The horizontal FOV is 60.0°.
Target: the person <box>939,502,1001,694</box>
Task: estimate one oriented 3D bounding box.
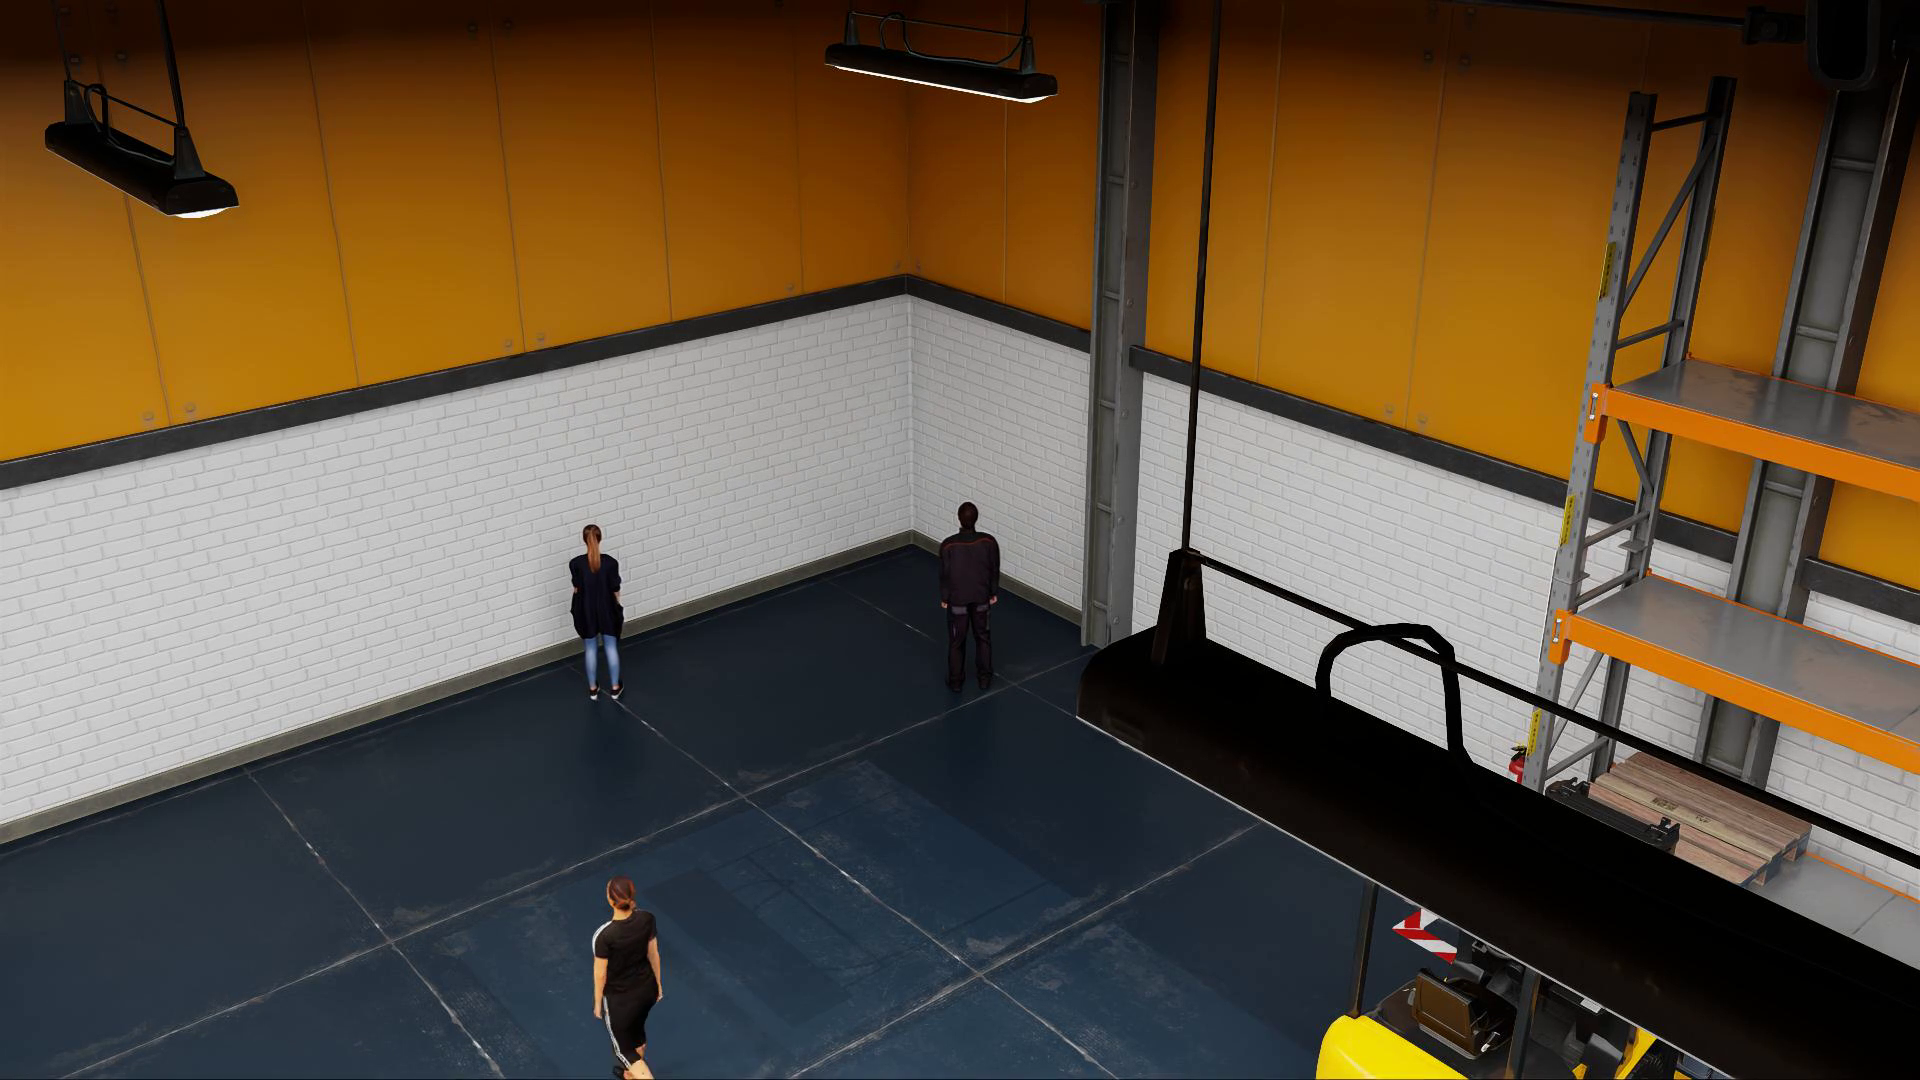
[{"bbox_3d":[0.079,0.516,15.064,0.797,1.839,0.770,-4,24,-10],"label":"person"}]

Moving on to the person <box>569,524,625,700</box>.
[{"bbox_3d":[-3.263,0.645,14.962,0.722,1.684,0.737,-3,24,-7],"label":"person"}]

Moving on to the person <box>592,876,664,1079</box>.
[{"bbox_3d":[-1.968,2.795,10.083,0.637,1.651,0.994,-20,31,-39],"label":"person"}]
